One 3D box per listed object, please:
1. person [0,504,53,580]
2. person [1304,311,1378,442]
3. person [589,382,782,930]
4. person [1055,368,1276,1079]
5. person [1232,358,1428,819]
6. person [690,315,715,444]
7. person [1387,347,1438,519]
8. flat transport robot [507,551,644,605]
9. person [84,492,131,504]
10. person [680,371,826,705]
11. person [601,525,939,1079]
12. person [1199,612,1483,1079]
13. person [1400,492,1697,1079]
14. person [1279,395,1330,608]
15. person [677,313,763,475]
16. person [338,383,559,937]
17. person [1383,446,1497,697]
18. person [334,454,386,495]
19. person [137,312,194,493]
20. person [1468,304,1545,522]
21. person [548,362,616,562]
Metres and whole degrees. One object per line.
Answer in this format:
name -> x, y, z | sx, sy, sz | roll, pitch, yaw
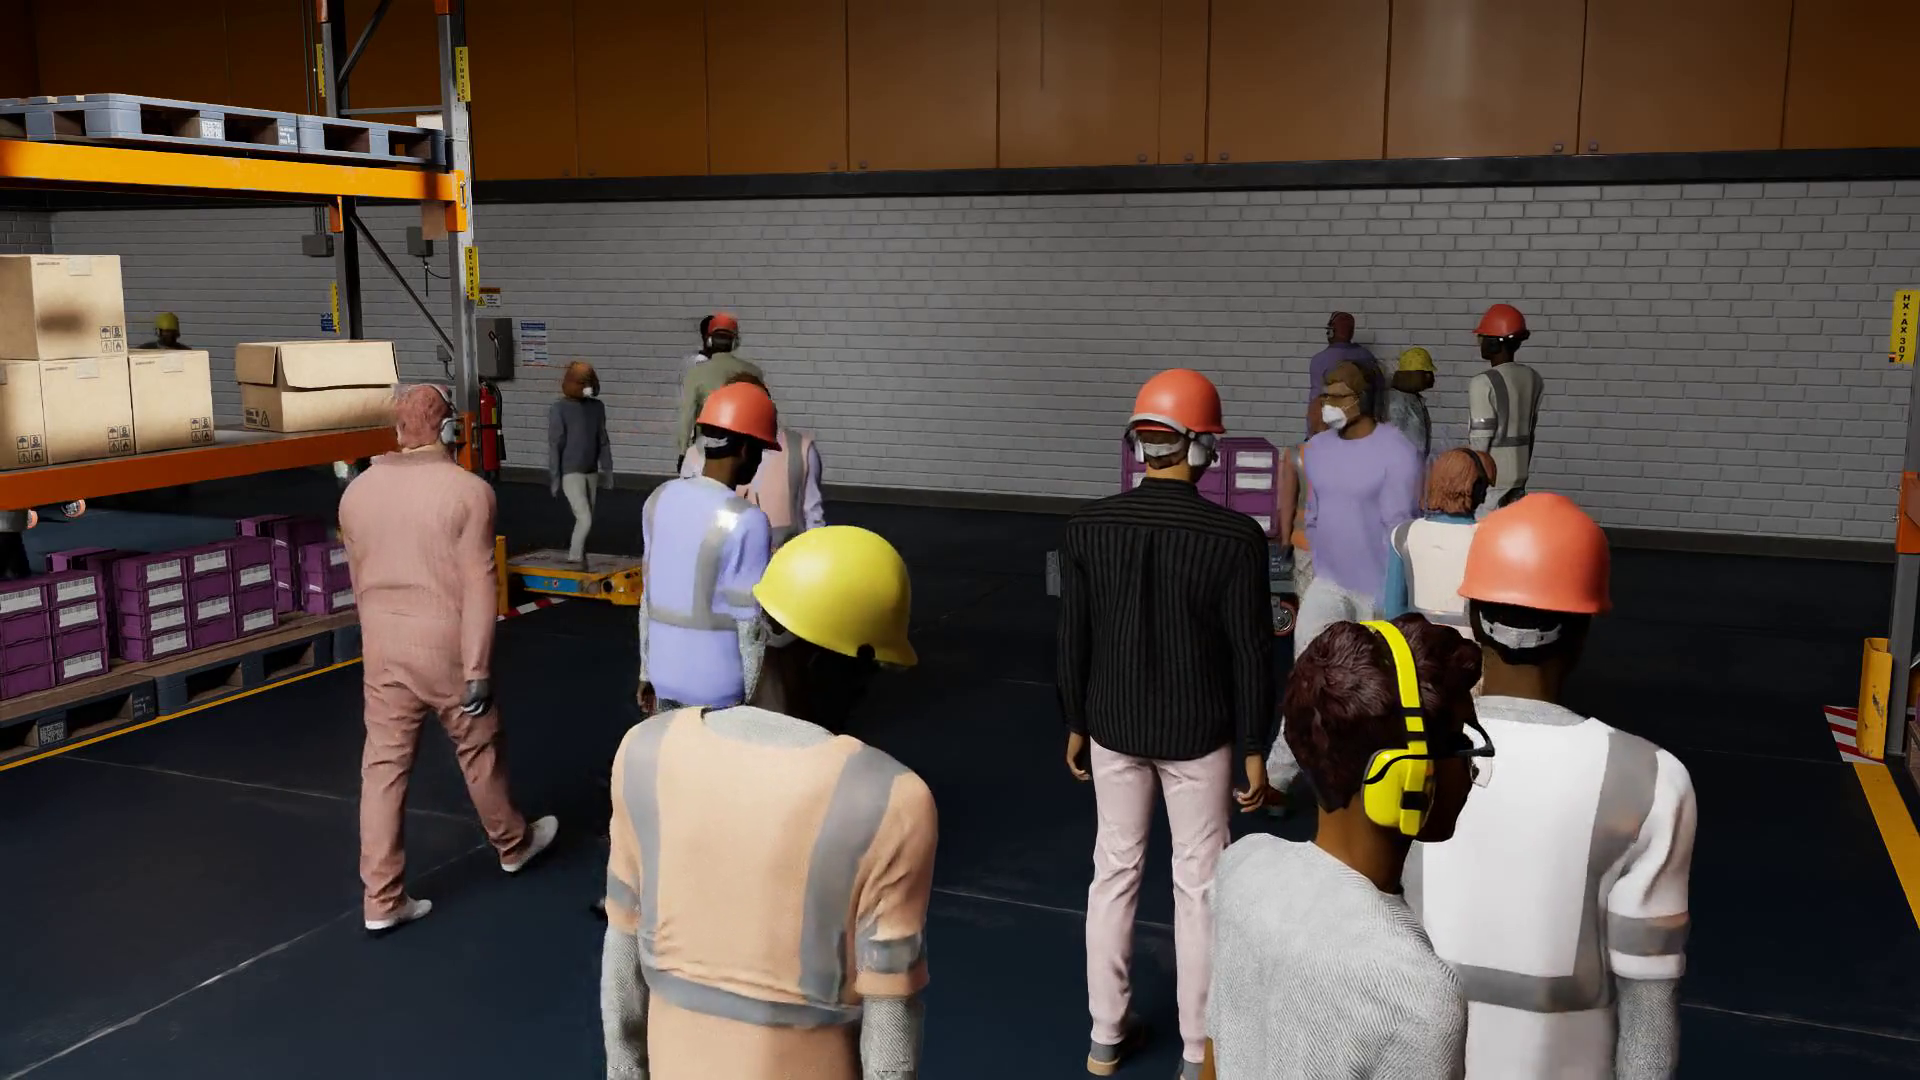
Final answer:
person -> -6.220, -0.346, 10.896 | 0.601, 1.645, 0.717 | 4, 10, 25
person -> 3.004, -0.865, 13.288 | 0.654, 1.906, 0.408 | -5, 10, -27
person -> -0.826, 0.455, 5.314 | 0.599, 1.901, 0.585 | 9, 13, 43
person -> 0.575, 0.525, 4.607 | 0.623, 1.989, 0.400 | 5, 11, 29
person -> 1.542, 0.224, 6.739 | 1.004, 1.887, 0.653 | -7, 12, -38
person -> -2.029, -0.793, 12.998 | 0.763, 1.872, 0.598 | 1, 9, 7
person -> 2.933, -0.379, 10.837 | 0.296, 1.745, 0.485 | 6, 11, 30
flat transport robot -> -2.624, 0.245, 11.506 | 1.431, 0.197, 0.652 | 4, 10, 25
person -> -8.225, -1.284, 15.893 | 0.337, 1.882, 0.584 | 9, 13, 44
person -> -0.909, 0.161, 7.339 | 0.635, 1.821, 0.679 | -2, 10, -13
person -> -0.339, 0.903, 2.685 | 0.623, 1.866, 0.868 | 3, 10, 19
person -> 0.475, 1.006, 2.065 | 0.312, 1.869, 0.538 | -3, 10, -19
person -> 0.915, 0.864, 2.831 | 0.548, 1.907, 0.843 | 4, 10, 21
person -> 1.932, 0.037, 8.662 | 0.553, 1.615, 0.528 | 5, 11, 27
person -> -1.684, -0.654, 11.939 | 0.643, 1.936, 1.042 | -5, 11, -29
person -> -1.819, 0.381, 5.871 | 0.661, 1.857, 0.958 | 3, 10, 17
person -> 1.730, 0.489, 5.886 | 0.514, 1.641, 0.315 | 9, 13, 44
person -> -4.238, -0.475, 11.831 | 0.570, 1.599, 0.514 | 2, 10, 14
person -> -7.970, -1.387, 16.733 | 0.609, 1.815, 0.641 | -8, 12, -41
person -> 3.149, -0.360, 9.803 | 0.608, 2.048, 0.364 | -8, 12, -40
person -> -2.633, -0.430, 11.564 | 0.386, 1.613, 0.507 | 5, 11, 28
